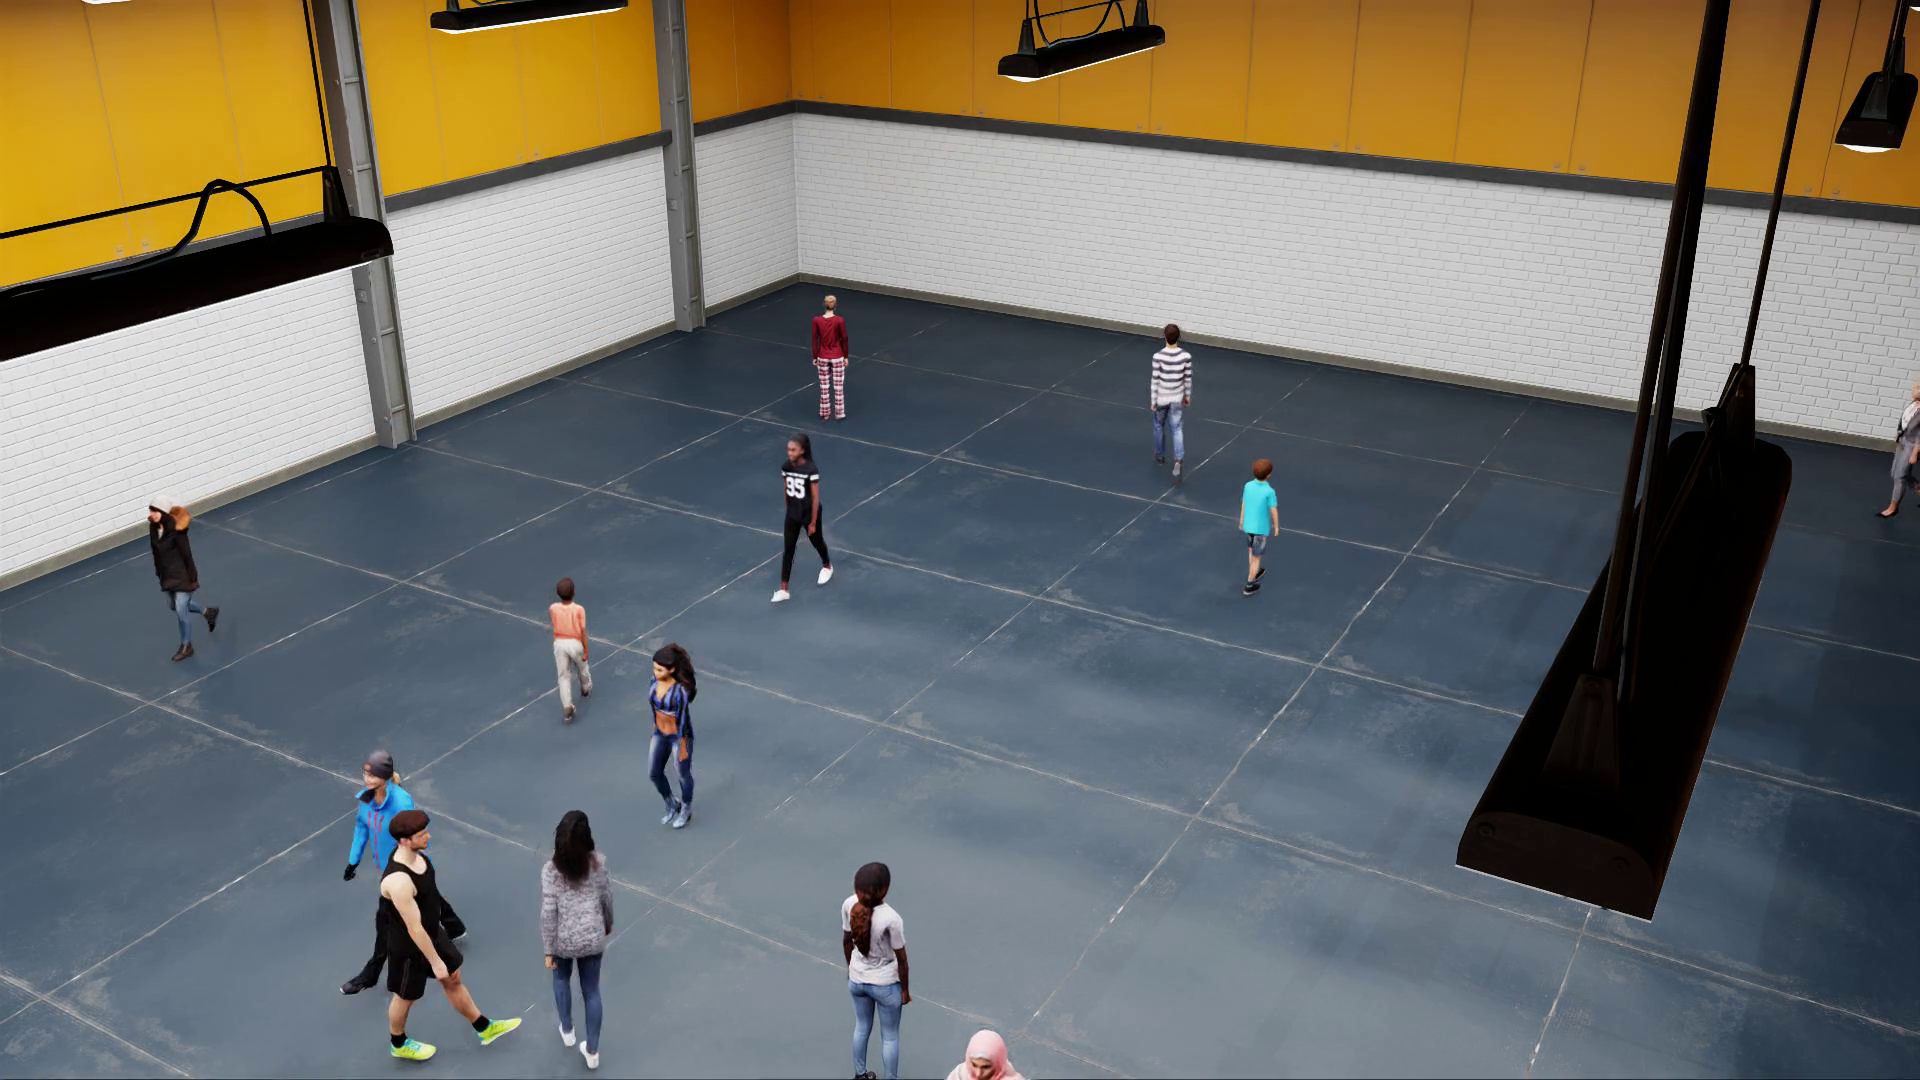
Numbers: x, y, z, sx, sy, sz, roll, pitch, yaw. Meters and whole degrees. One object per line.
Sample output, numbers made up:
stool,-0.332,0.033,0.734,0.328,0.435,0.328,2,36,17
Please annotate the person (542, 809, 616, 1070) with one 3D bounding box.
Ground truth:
person,-2.416,2.566,10.504,0.840,1.688,0.896,-15,28,-30

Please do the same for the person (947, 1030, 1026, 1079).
person,0.140,3.280,8.789,0.837,1.752,1.262,6,24,14

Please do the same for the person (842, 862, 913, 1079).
person,-0.516,2.700,10.159,0.582,1.719,0.500,13,27,27

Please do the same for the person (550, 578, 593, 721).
person,-3.457,0.957,14.697,0.747,1.278,0.930,0,24,1

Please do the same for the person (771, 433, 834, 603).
person,-1.537,-0.249,16.951,0.682,1.683,1.194,11,26,24

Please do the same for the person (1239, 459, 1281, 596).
person,2.995,-0.126,16.982,0.647,1.431,0.826,21,31,39

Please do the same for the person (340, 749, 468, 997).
person,-3.744,2.182,11.322,0.825,1.737,1.262,21,31,39

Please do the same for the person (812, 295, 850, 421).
person,-1.705,-2.414,21.886,0.691,1.696,0.667,1,24,2

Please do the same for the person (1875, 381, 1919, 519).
person,10.779,-1.011,18.716,0.836,1.664,0.856,4,24,10

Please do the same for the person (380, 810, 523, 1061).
person,-3.493,2.515,10.416,1.113,1.853,1.139,-1,24,-2

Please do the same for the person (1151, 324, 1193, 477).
person,2.533,-1.656,19.998,1.058,1.821,1.223,-2,24,-4

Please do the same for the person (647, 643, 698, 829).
person,-2.191,1.518,13.000,0.644,1.610,0.619,15,28,31

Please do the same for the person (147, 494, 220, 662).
person,-7.358,0.311,15.748,0.698,1.619,0.927,9,25,20
